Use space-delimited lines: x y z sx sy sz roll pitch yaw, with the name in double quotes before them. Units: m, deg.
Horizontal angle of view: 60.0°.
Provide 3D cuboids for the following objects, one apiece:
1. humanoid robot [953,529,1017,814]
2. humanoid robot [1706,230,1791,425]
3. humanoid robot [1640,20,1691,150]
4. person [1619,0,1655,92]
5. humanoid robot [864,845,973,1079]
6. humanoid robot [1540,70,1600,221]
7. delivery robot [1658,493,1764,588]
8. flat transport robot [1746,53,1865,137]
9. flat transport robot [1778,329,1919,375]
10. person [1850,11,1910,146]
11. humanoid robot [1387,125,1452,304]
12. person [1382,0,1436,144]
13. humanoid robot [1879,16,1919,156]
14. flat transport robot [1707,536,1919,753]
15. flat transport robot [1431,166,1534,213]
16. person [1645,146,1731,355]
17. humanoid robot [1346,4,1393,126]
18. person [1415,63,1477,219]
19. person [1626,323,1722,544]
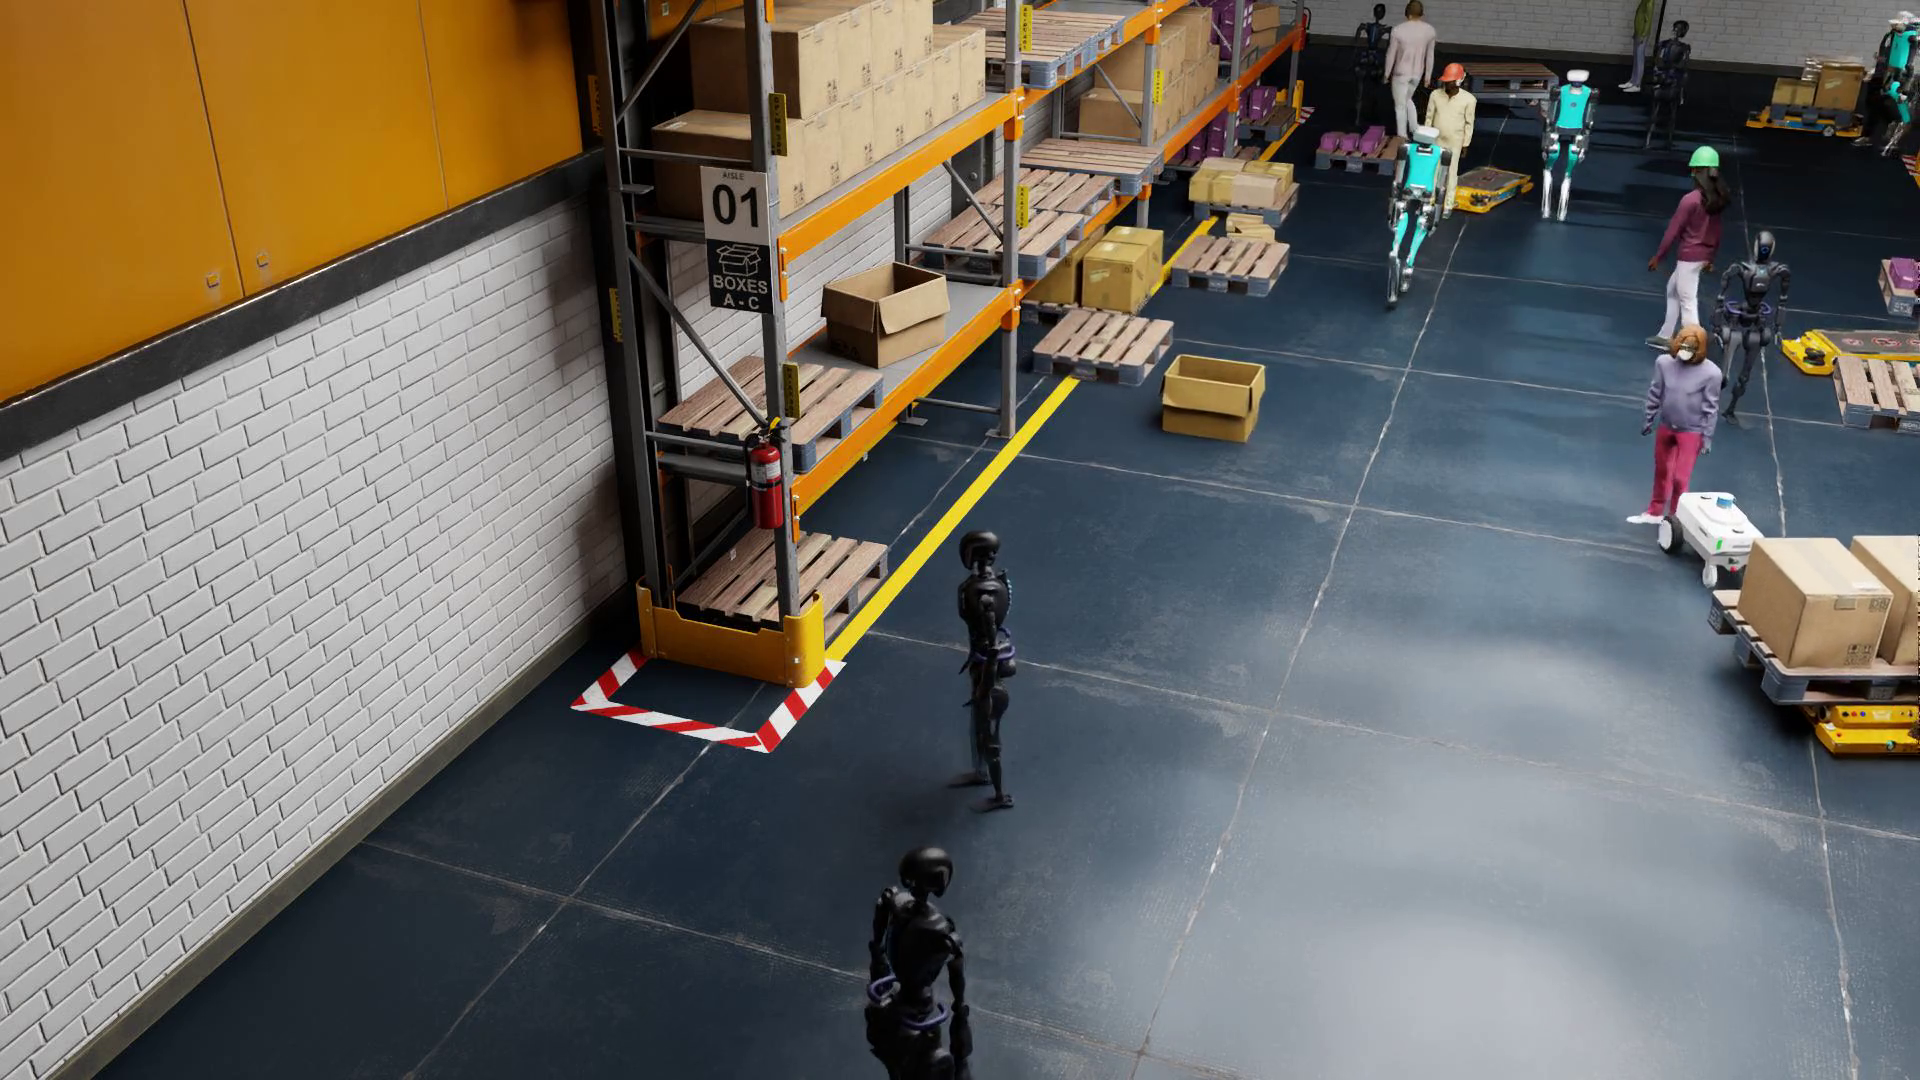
"humanoid robot" 0.134 0.697 8.856 0.311 1.658 0.615 -3 27 -6
"humanoid robot" 6.426 -1.730 13.575 0.612 1.645 0.335 3 27 6
"humanoid robot" 9.268 -5.948 21.774 0.627 1.635 0.613 -14 30 -25
"person" 10.193 -7.563 24.927 0.278 1.633 0.498 4 28 8
"humanoid robot" -0.195 1.930 6.485 0.442 1.646 0.614 -21 34 -35
"humanoid robot" 6.839 -4.474 18.837 0.533 1.773 0.793 7 28 13
"delivery robot" 5.240 -0.046 11.517 0.499 0.584 0.783 -1 27 -1
"flat transport robot" 11.676 -5.784 22.970 1.431 0.231 0.659 13 30 24
"flat transport robot" 8.251 -1.681 15.011 1.431 0.231 0.659 1 27 3
"person" 12.259 -6.096 21.960 0.680 1.735 0.757 -2 27 -5
"humanoid robot" 4.392 -3.085 16.178 0.547 1.765 1.043 10 29 19
"person" 5.834 -6.079 21.747 0.624 1.919 0.453 -9 29 -17
"humanoid robot" 12.255 -5.843 21.486 0.764 1.792 0.549 -2 27 -4
"flat transport robot" 5.325 0.830 10.140 0.659 0.231 1.431 0 27 0
"flat transport robot" 6.258 -4.193 19.885 0.659 0.231 1.431 21 34 35
"person" 6.481 -2.549 14.893 0.527 1.912 0.750 -18 32 -30
"humanoid robot" 5.684 -6.600 23.078 0.612 1.627 0.793 10 29 18
"person" 5.538 -4.554 18.964 0.564 1.748 0.336 18 33 32
"person" 5.044 -0.756 11.743 0.450 1.620 0.552 -18 32 -31
